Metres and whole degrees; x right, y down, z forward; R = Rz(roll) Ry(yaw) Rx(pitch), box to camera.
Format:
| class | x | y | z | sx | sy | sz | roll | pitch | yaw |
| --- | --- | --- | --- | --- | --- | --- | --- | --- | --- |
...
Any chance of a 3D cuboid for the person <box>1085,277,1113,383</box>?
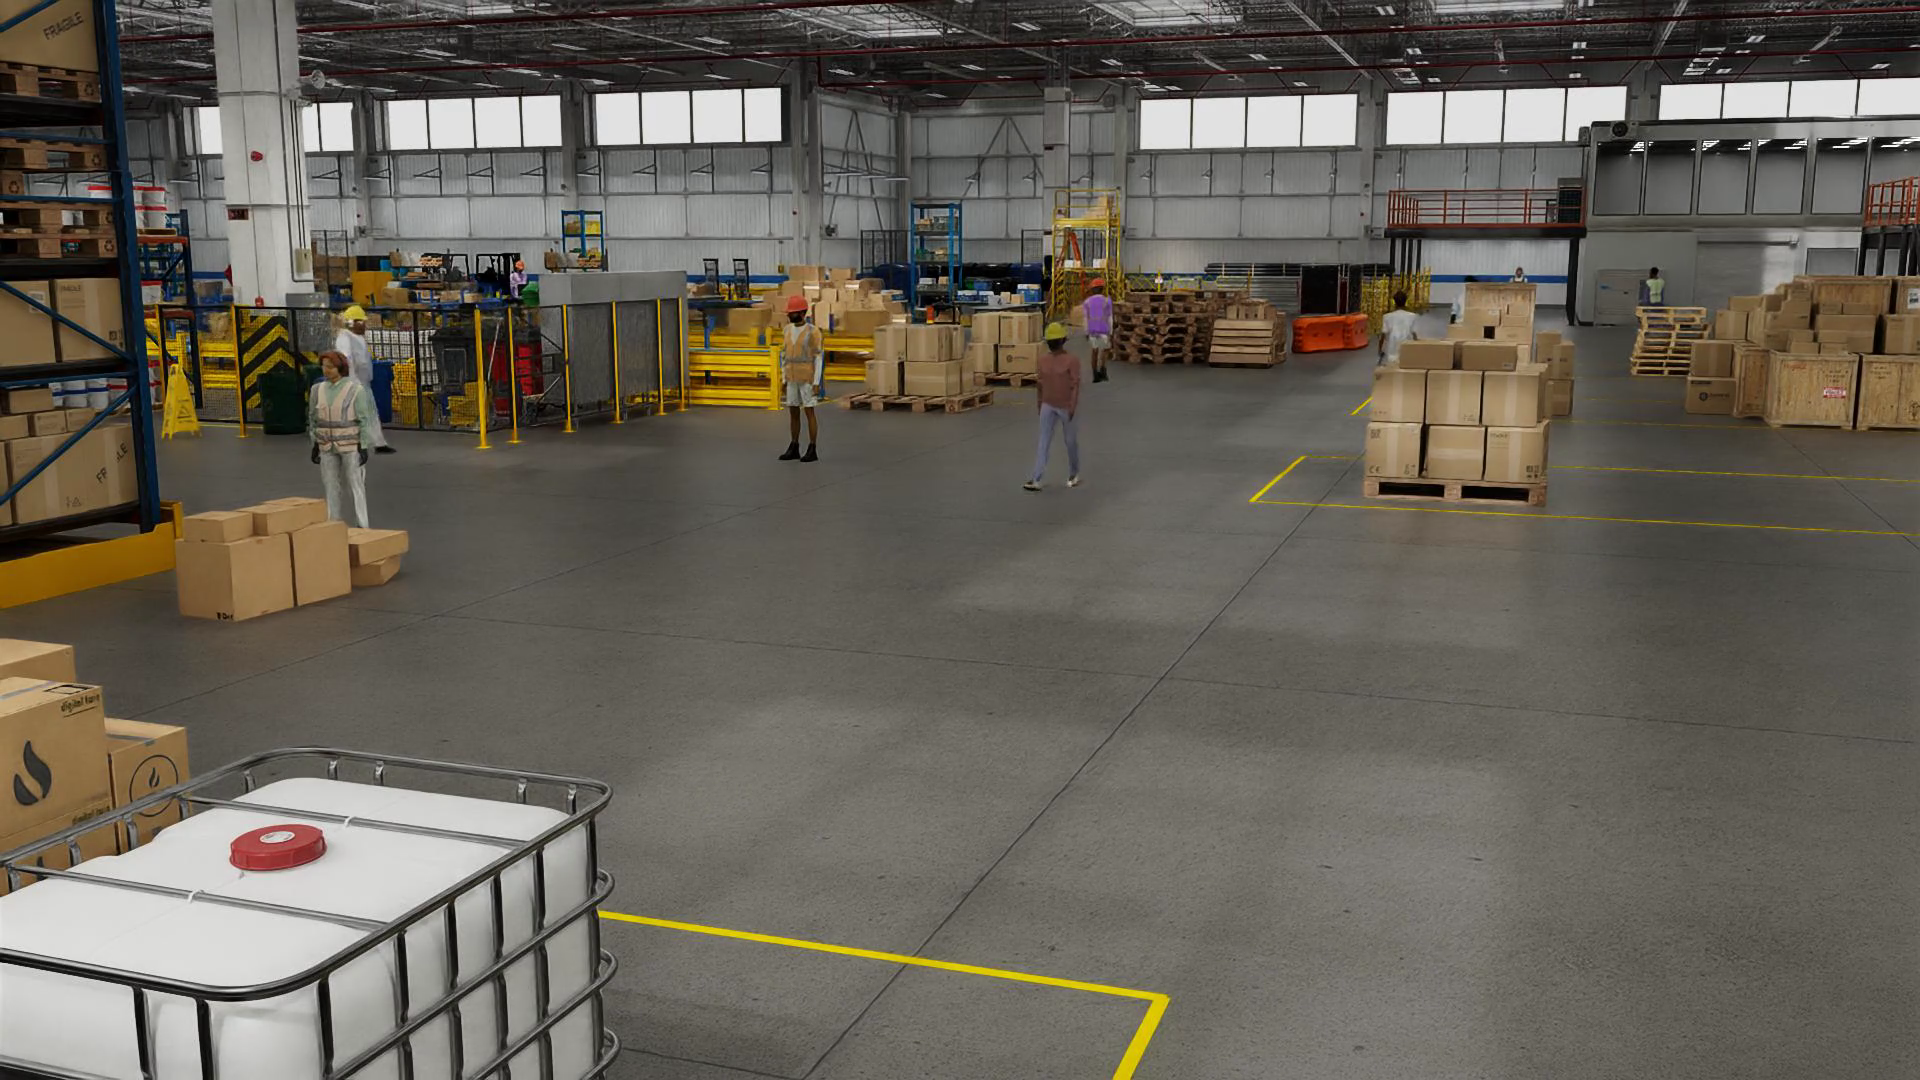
| class | x | y | z | sx | sy | sz | roll | pitch | yaw |
| --- | --- | --- | --- | --- | --- | --- | --- | --- | --- |
| person | 2.534 | -3.818 | 30.258 | 0.552 | 1.922 | 0.381 | 4 | 11 | 24 |

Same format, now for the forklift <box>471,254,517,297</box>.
| class | x | y | z | sx | sy | sz | roll | pitch | yaw |
| --- | --- | --- | --- | --- | --- | --- | --- | --- | --- |
| forklift | -17.990 | -10.121 | 64.684 | 1.157 | 1.987 | 2.680 | 3 | 11 | 17 |

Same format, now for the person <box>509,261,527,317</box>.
| class | x | y | z | sx | sy | sz | roll | pitch | yaw |
| --- | --- | --- | --- | --- | --- | --- | --- | --- | --- |
| person | -12.856 | -7.136 | 48.632 | 0.380 | 2.039 | 0.607 | 7 | 12 | 35 |

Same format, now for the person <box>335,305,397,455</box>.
| class | x | y | z | sx | sy | sz | roll | pitch | yaw |
| --- | --- | --- | --- | --- | --- | --- | --- | --- | --- |
| person | -7.255 | -1.892 | 19.801 | 0.897 | 1.798 | 0.587 | 2 | 10 | 9 |

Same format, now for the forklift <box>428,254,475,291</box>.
| class | x | y | z | sx | sy | sz | roll | pitch | yaw |
| --- | --- | --- | --- | --- | --- | --- | --- | --- | --- |
| forklift | -20.133 | -10.254 | 65.465 | 1.157 | 1.987 | 2.680 | 3 | 11 | 19 |

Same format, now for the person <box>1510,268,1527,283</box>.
| class | x | y | z | sx | sy | sz | roll | pitch | yaw |
| --- | --- | --- | --- | --- | --- | --- | --- | --- | --- |
| person | 17.017 | -7.388 | 50.711 | 0.539 | 1.791 | 0.973 | 3 | 11 | 18 |

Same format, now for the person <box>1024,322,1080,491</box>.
| class | x | y | z | sx | sy | sz | roll | pitch | yaw |
| --- | --- | --- | --- | --- | --- | --- | --- | --- | --- |
| person | 0.991 | -1.363 | 17.022 | 0.529 | 1.718 | 0.911 | 5 | 11 | 27 |

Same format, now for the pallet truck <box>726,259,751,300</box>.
| class | x | y | z | sx | sy | sz | roll | pitch | yaw |
| --- | --- | --- | --- | --- | --- | --- | --- | --- | --- |
| pallet truck | -7.986 | -9.493 | 62.019 | 0.823 | 1.965 | 1.885 | 3 | 11 | 17 |

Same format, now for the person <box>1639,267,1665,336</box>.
| class | x | y | z | sx | sy | sz | roll | pitch | yaw |
| --- | --- | --- | --- | --- | --- | --- | --- | --- | --- |
| person | 18.601 | -6.377 | 44.712 | 0.620 | 1.910 | 0.478 | -4 | 11 | -21 |

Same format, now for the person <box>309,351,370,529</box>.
| class | x | y | z | sx | sy | sz | roll | pitch | yaw |
| --- | --- | --- | --- | --- | --- | --- | --- | --- | --- |
| person | -5.123 | -0.742 | 13.749 | 0.523 | 1.637 | 0.306 | 2 | 10 | 10 |

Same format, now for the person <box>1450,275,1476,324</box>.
| class | x | y | z | sx | sy | sz | roll | pitch | yaw |
| --- | --- | --- | --- | --- | --- | --- | --- | --- | --- |
| person | 9.339 | -3.902 | 30.710 | 0.630 | 1.928 | 0.919 | 5 | 11 | 28 |

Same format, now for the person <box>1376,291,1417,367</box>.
| class | x | y | z | sx | sy | sz | roll | pitch | yaw |
| --- | --- | --- | --- | --- | --- | --- | --- | --- | --- |
| person | 6.286 | -2.658 | 23.959 | 0.561 | 1.837 | 0.846 | 1 | 10 | 4 |

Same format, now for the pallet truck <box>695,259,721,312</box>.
| class | x | y | z | sx | sy | sz | roll | pitch | yaw |
| --- | --- | --- | --- | --- | --- | --- | --- | --- | --- |
| pallet truck | -9.165 | -9.627 | 62.776 | 0.823 | 1.965 | 1.885 | 4 | 11 | 23 |

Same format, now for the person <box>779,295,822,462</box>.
| class | x | y | z | sx | sy | sz | roll | pitch | yaw |
| --- | --- | --- | --- | --- | --- | --- | --- | --- | --- |
| person | -1.852 | -1.864 | 19.244 | 0.543 | 1.932 | 0.376 | 6 | 12 | 32 |
